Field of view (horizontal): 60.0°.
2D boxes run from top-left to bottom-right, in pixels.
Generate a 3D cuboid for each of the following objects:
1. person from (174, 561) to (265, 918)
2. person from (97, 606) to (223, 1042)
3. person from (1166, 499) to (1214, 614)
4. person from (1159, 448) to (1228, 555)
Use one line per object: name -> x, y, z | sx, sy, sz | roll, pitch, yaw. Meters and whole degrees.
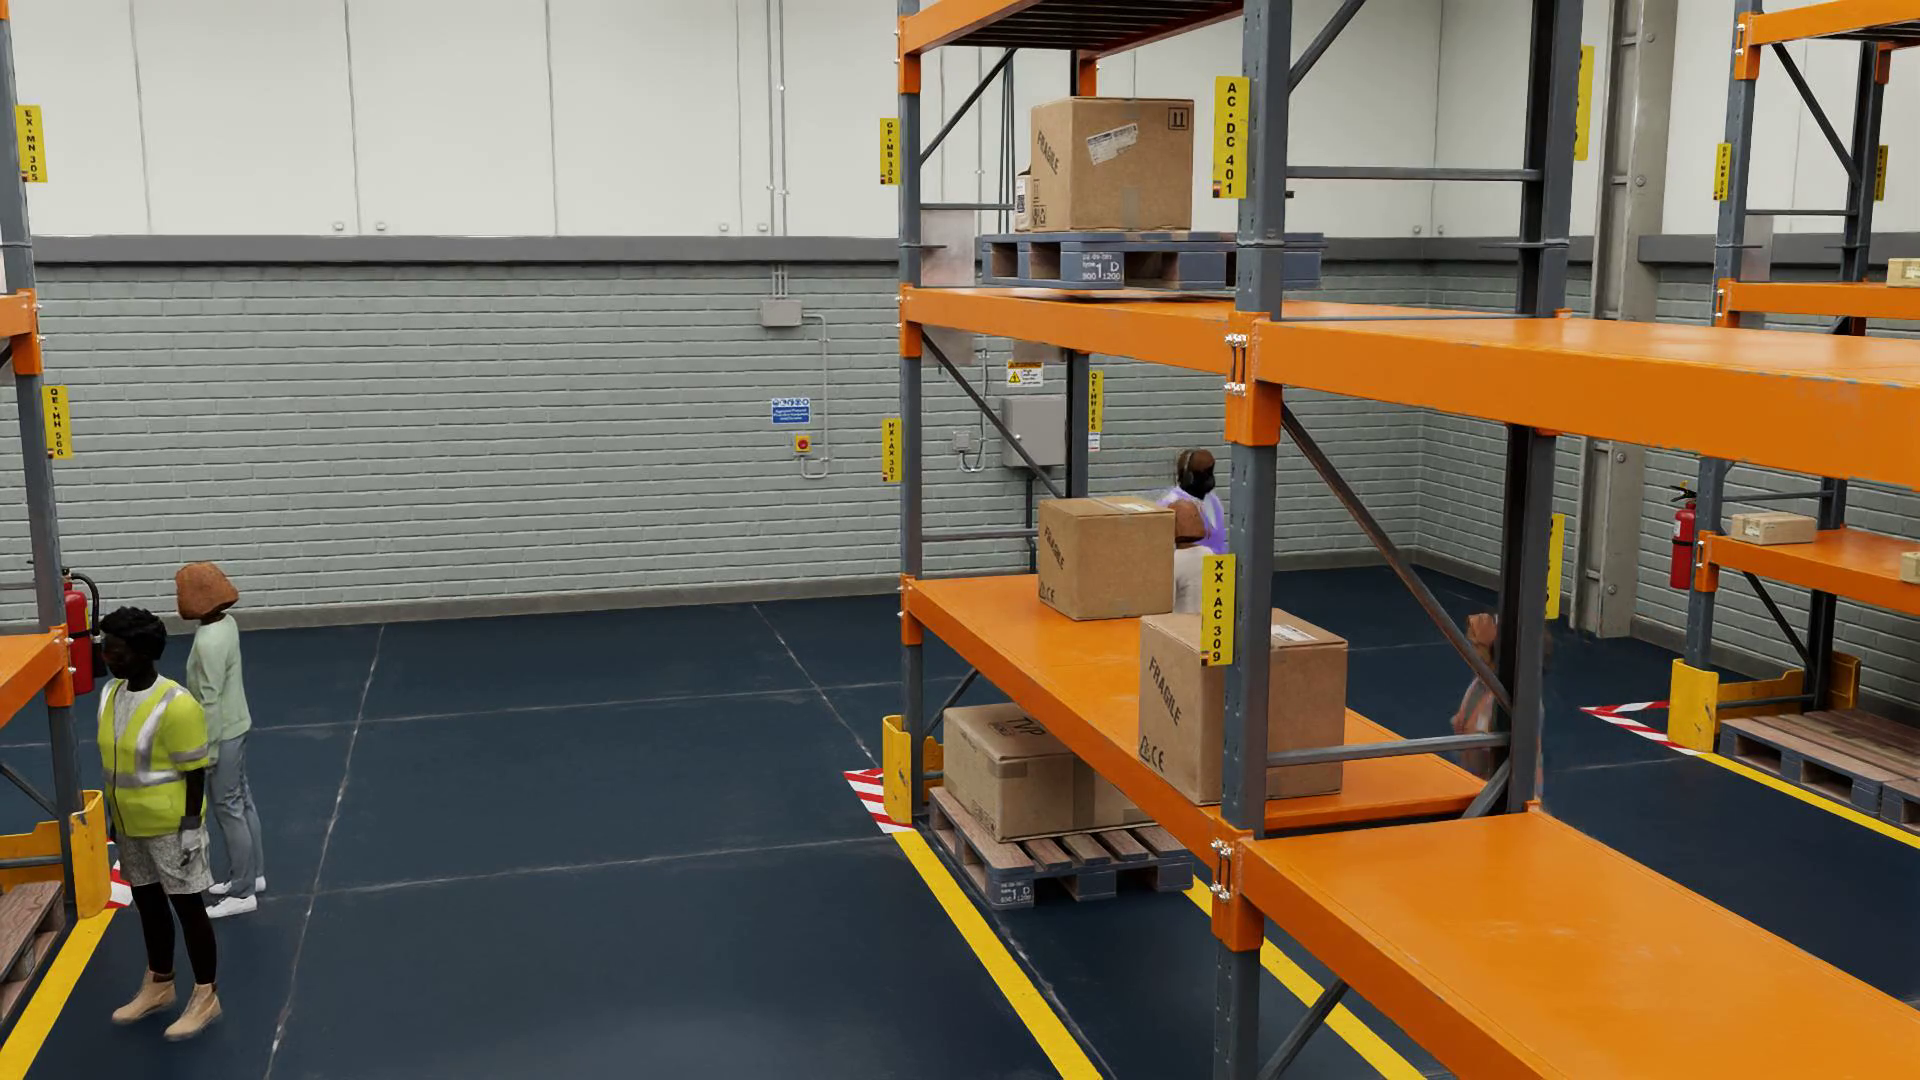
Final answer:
person -> -3.394, 0.901, 7.622 | 0.271, 1.627, 0.502 | -3, 10, -16
person -> -3.099, 1.079, 6.396 | 0.540, 1.696, 0.317 | 5, 11, 28
person -> 1.249, 0.583, 9.410 | 0.279, 1.633, 0.504 | 9, 13, 41
person -> 1.404, 0.319, 10.372 | 0.636, 1.821, 0.638 | 7, 12, 35
